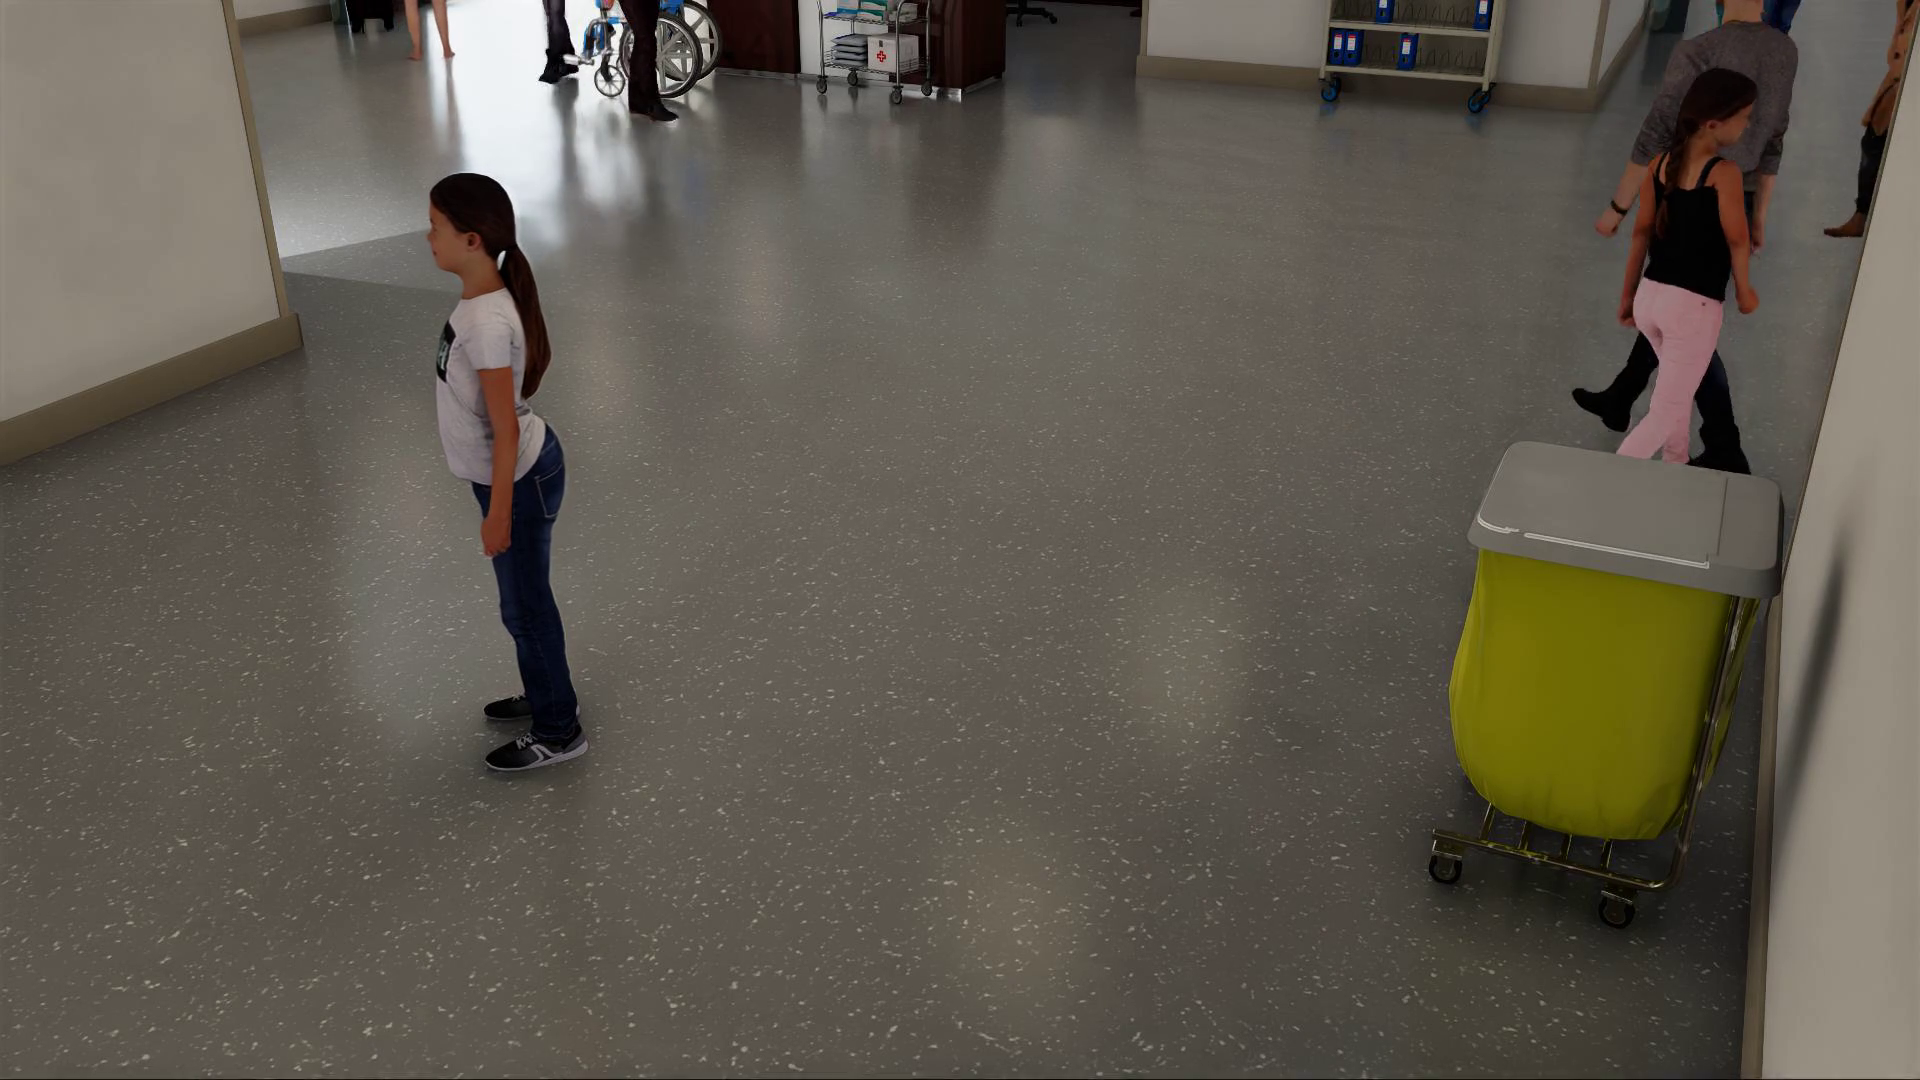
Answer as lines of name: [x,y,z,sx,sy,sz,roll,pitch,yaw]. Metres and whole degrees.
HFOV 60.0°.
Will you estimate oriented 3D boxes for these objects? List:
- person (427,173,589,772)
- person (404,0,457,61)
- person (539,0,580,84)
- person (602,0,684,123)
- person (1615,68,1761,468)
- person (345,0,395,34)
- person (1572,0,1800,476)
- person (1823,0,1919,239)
person: [-1.150,-0.163,4.229,0.672,1.562,0.623,-7,27,-14]
person: [-4.536,-4.909,13.907,0.661,1.706,0.733,-7,27,-15]
person: [-3.136,-4.528,13.007,0.954,1.801,0.825,9,27,19]
person: [-2.307,-3.889,11.633,0.932,1.844,0.780,16,30,30]
person: [2.312,-0.717,5.434,1.020,1.515,0.980,-12,28,-24]
person: [-5.506,-5.564,15.205,0.773,1.757,0.796,-15,30,-28]
person: [2.637,-1.092,5.803,1.184,1.870,1.293,-11,28,-21]
person: [5.013,-2.354,8.591,1.003,1.678,0.903,0,26,1]
